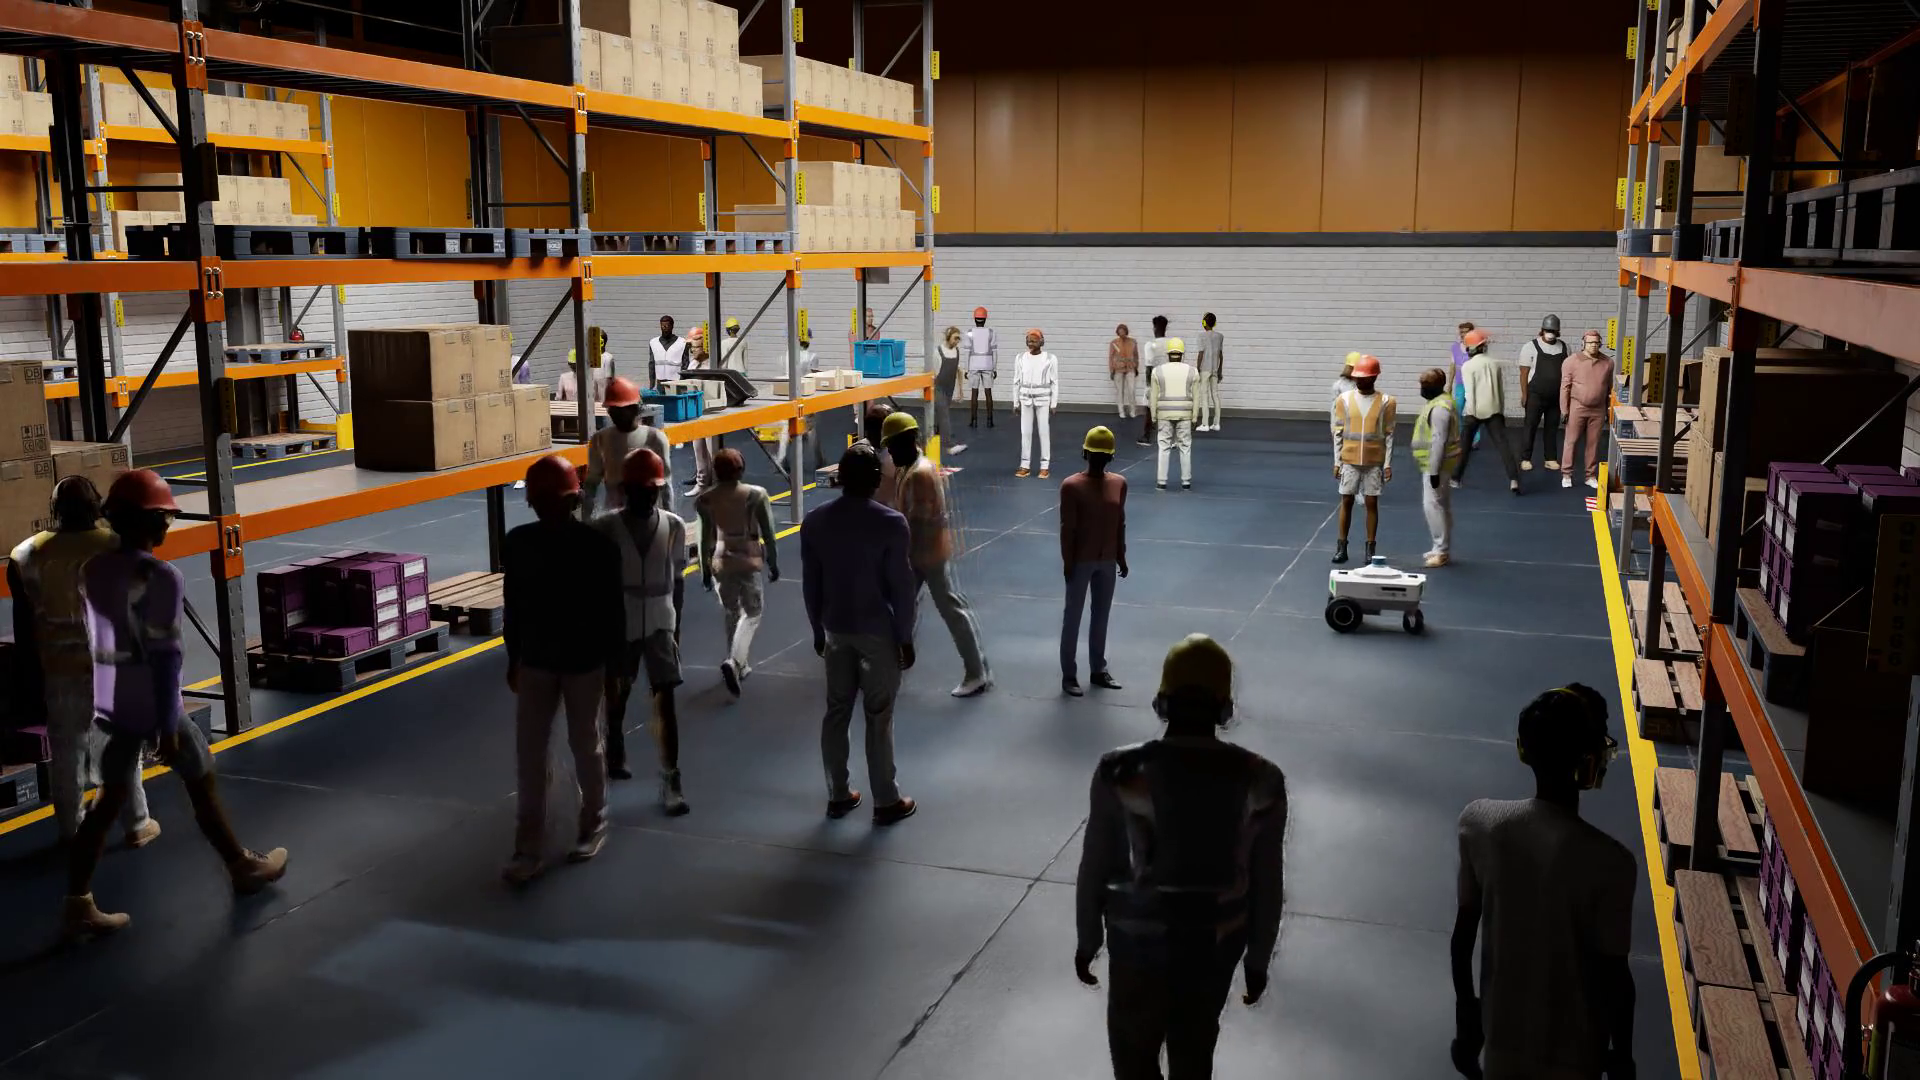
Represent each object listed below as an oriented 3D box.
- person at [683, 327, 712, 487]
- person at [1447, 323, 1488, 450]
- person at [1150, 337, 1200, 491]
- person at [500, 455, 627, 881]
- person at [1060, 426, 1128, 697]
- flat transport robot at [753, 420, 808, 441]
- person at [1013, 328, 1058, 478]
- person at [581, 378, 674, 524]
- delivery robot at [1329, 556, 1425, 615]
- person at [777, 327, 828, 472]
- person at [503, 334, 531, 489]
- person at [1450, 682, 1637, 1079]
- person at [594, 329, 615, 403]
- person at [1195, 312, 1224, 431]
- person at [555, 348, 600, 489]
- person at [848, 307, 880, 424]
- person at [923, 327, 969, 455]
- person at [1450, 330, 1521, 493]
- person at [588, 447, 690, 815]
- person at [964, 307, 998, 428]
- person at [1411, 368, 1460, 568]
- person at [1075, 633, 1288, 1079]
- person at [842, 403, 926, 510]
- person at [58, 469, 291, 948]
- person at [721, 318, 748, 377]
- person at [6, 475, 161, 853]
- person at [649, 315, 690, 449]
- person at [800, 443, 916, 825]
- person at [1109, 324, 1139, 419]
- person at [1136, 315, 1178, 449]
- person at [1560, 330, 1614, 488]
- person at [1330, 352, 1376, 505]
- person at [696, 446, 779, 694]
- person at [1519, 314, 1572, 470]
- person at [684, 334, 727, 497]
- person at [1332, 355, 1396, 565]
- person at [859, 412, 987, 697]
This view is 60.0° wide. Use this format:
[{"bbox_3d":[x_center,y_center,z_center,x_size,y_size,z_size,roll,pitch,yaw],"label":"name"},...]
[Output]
[{"bbox_3d":[-3.145,-1.603,20.132,0.362,1.939,0.543,-8,13,-38],"label":"person"},{"bbox_3d":[7.259,-2.190,23.772,0.453,1.822,0.568,-9,13,-40],"label":"person"},{"bbox_3d":[2.550,-1.486,19.773,0.594,1.831,0.404,0,10,2],"label":"person"},{"bbox_3d":[-1.885,0.596,7.679,0.661,1.958,0.785,2,10,10],"label":"person"},{"bbox_3d":[0.882,0.130,10.871,0.524,1.764,0.329,-6,12,-30],"label":"person"},{"bbox_3d":[-2.704,-1.670,25.210,0.652,0.197,1.431,0,10,3],"label":"flat transport robot"},{"bbox_3d":[0.945,-1.713,20.906,0.584,1.883,0.337,4,11,21],"label":"person"},{"bbox_3d":[-2.392,-0.159,11.870,0.636,1.983,1.066,3,11,18],"label":"person"},{"bbox_3d":[3.183,0.365,12.683,0.707,0.478,0.477,3,11,15],"label":"delivery robot"},{"bbox_3d":[-2.073,-1.827,21.558,0.609,1.907,0.957,5,11,28],"label":"person"},{"bbox_3d":[-5.428,-1.563,19.947,0.594,1.922,0.375,3,10,16],"label":"person"},{"bbox_3d":[1.457,1.269,4.153,0.328,1.873,0.520,-8,13,-38],"label":"person"},{"bbox_3d":[-4.543,-1.751,21.197,0.317,1.861,0.521,-6,12,-29],"label":"person"},{"bbox_3d":[3.915,-2.646,26.206,0.523,1.870,0.317,-5,11,-27],"label":"person"},{"bbox_3d":[-4.576,-1.413,19.683,0.581,1.706,0.851,5,11,28],"label":"person"},{"bbox_3d":[-1.524,-2.849,27.240,0.411,1.910,0.643,10,14,43],"label":"person"},{"bbox_3d":[-0.222,-2.091,23.298,0.552,1.784,0.990,-8,13,-39],"label":"person"},{"bbox_3d":[6.257,-1.520,19.761,0.665,1.924,1.105,-4,11,-23],"label":"person"},{"bbox_3d":[-1.710,0.434,8.823,0.546,1.895,0.997,-4,11,-22],"label":"person"},{"bbox_3d":[0.330,-2.764,26.670,0.543,1.939,0.362,-1,10,-3],"label":"person"},{"bbox_3d":[4.347,-0.667,15.226,0.434,1.827,0.772,3,10,16],"label":"person"},{"bbox_3d":[0.651,1.181,4.836,0.599,1.806,0.656,-1,10,-7],"label":"person"},{"bbox_3d":[-0.538,-0.034,11.581,0.627,1.840,0.429,4,11,20],"label":"person"},{"bbox_3d":[-3.488,0.688,7.150,0.634,1.976,1.060,5,11,26],"label":"person"},{"bbox_3d":[-3.612,-2.649,26.512,0.535,1.767,0.316,-10,14,-44],"label":"person"},{"bbox_3d":[-4.199,0.600,8.032,0.626,1.836,0.428,-2,10,-10],"label":"person"},{"bbox_3d":[-4.184,-2.271,23.950,0.597,1.917,0.378,1,10,6],"label":"person"},{"bbox_3d":[-0.502,0.477,8.432,0.627,1.937,0.370,5,11,26],"label":"person"},{"bbox_3d":[2.753,-2.840,28.023,0.539,1.599,0.512,-1,10,-8],"label":"person"},{"bbox_3d":[2.928,-2.283,24.025,0.619,1.923,0.995,-5,11,-26],"label":"person"},{"bbox_3d":[7.552,-1.566,20.020,0.651,1.906,0.401,0,10,-2],"label":"person"},{"bbox_3d":[4.435,-1.250,18.728,0.515,1.718,0.689,1,10,6],"label":"person"},{"bbox_3d":[-1.491,0.195,10.930,0.522,1.605,0.736,2,10,11],"label":"person"},{"bbox_3d":[7.638,-1.918,21.623,0.684,2.000,0.535,-1,10,-5],"label":"person"},{"bbox_3d":[-2.952,-1.416,19.179,0.651,1.904,0.403,9,14,42],"label":"person"},{"bbox_3d":[3.693,-0.730,15.234,0.546,1.934,0.376,3,11,18],"label":"person"},{"bbox_3d":[-0.276,0.100,10.798,0.972,1.843,0.583,-3,10,-15],"label":"person"}]
